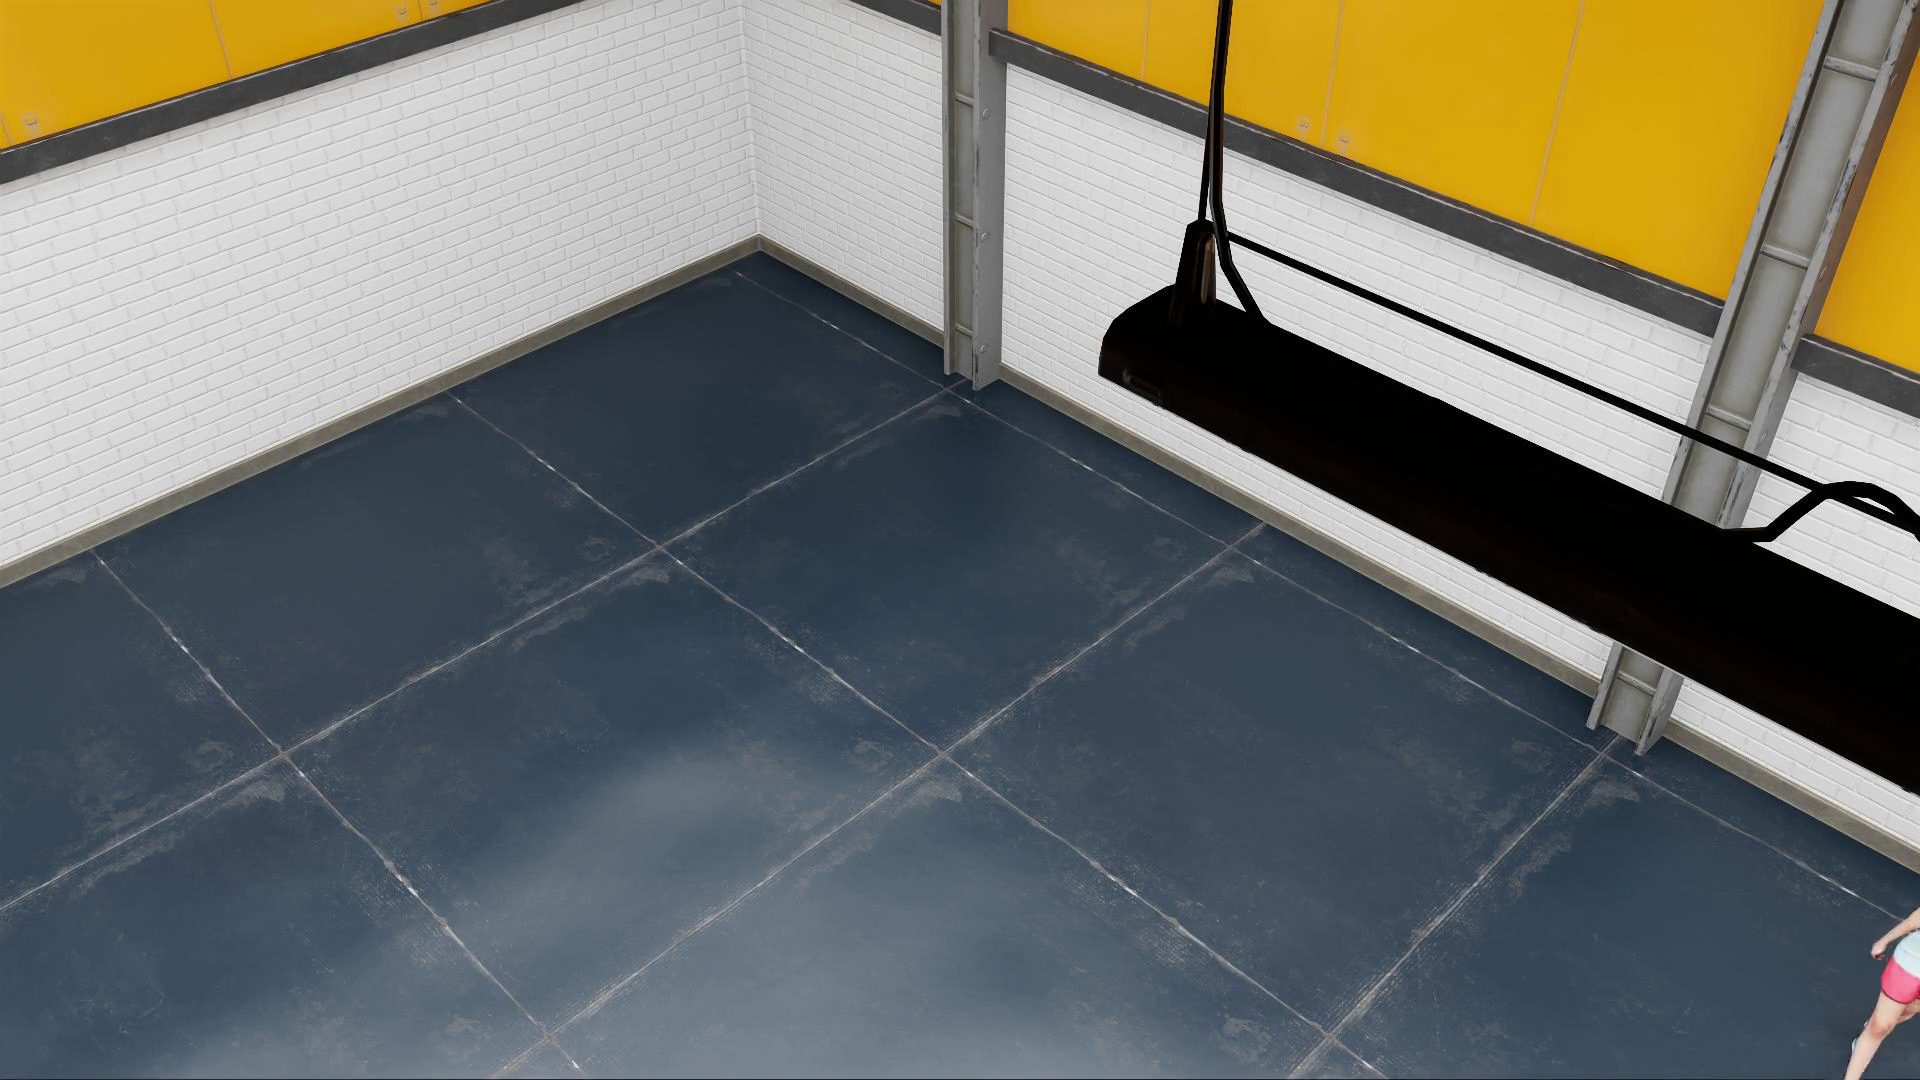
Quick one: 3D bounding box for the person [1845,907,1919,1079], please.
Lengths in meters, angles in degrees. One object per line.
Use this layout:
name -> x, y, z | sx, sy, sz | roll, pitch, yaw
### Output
person -> 4.896, 2.131, 8.359 | 1.045, 1.731, 0.828 | 27, 46, 29
